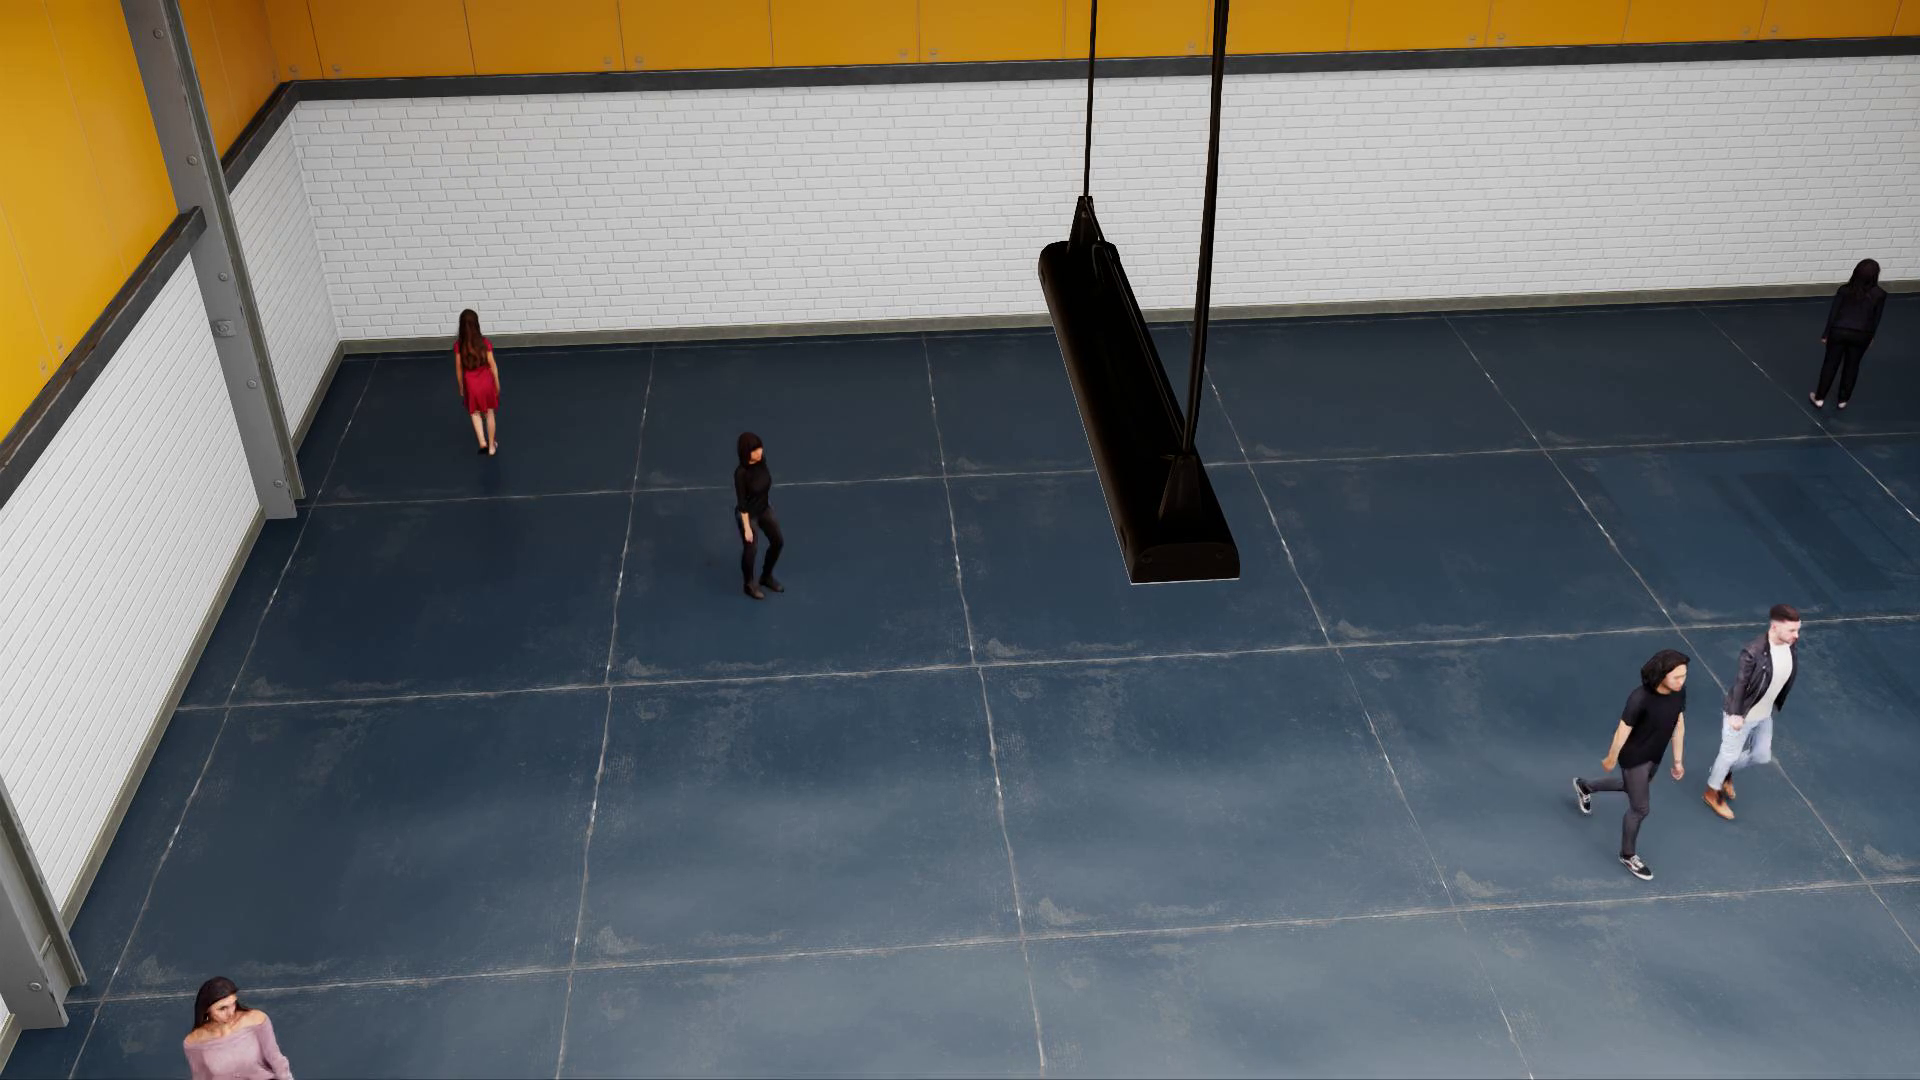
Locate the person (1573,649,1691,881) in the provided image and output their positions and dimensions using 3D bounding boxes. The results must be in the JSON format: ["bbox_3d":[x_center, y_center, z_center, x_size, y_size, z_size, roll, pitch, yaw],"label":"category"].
[{"bbox_3d":[4.654,1.424,11.480,0.919,1.801,1.168,-18,37,-24],"label":"person"}]

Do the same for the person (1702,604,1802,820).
[{"bbox_3d":[5.564,1.161,11.855,0.740,1.824,0.737,-13,36,-19],"label":"person"}]

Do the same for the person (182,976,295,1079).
[{"bbox_3d":[-3.878,3.041,9.037,0.701,1.811,0.639,-8,35,-12],"label":"person"}]

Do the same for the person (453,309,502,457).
[{"bbox_3d":[-4.651,-1.472,16.070,0.604,1.542,0.759,-8,34,-12],"label":"person"}]

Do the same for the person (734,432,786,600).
[{"bbox_3d":[-1.808,-0.228,14.123,0.771,1.627,0.696,20,38,27],"label":"person"}]

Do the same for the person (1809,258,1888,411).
[{"bbox_3d":[9.062,-2.098,16.946,0.730,1.616,0.730,8,34,11],"label":"person"}]
